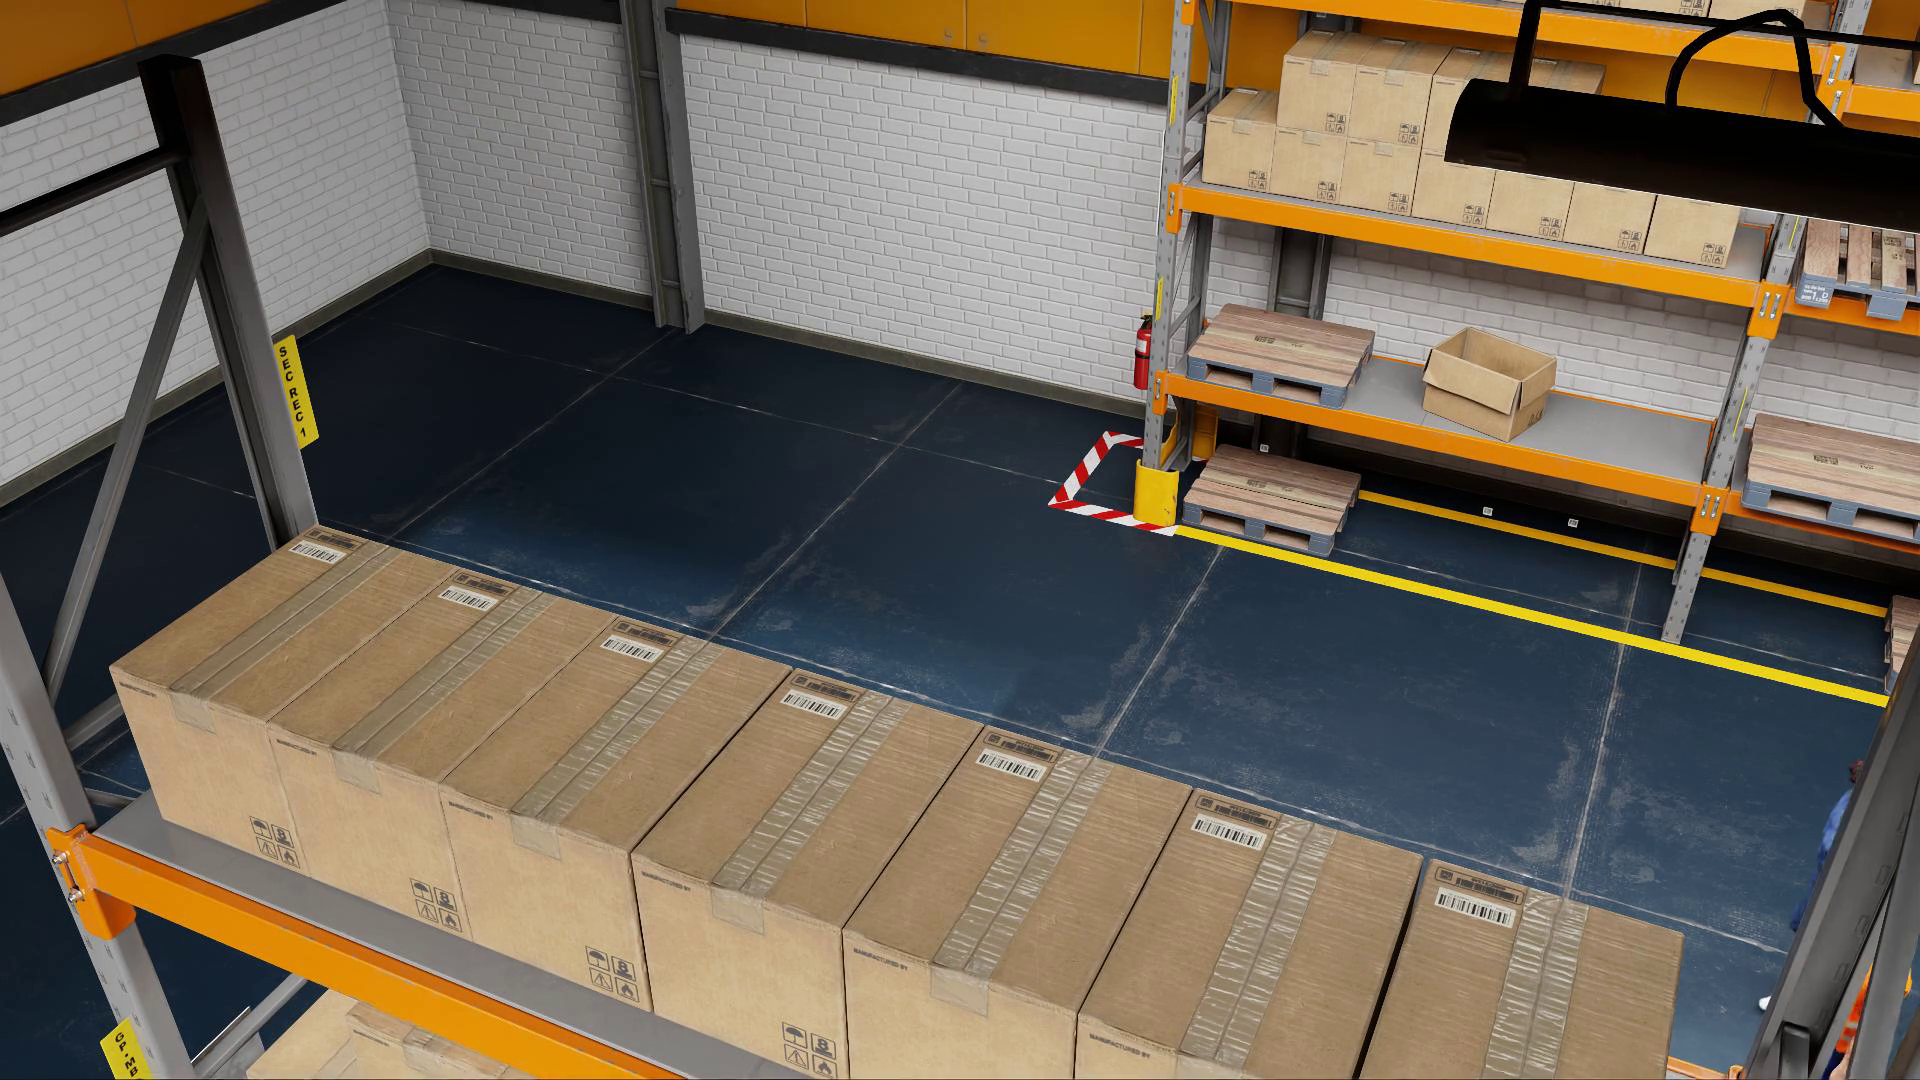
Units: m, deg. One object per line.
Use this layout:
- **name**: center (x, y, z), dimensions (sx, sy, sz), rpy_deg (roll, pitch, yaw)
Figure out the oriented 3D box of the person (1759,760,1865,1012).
- **person**: center (4.708, 1.843, 8.713), dimensions (0.919, 1.786, 0.834), rpy_deg (4, 34, 5)
